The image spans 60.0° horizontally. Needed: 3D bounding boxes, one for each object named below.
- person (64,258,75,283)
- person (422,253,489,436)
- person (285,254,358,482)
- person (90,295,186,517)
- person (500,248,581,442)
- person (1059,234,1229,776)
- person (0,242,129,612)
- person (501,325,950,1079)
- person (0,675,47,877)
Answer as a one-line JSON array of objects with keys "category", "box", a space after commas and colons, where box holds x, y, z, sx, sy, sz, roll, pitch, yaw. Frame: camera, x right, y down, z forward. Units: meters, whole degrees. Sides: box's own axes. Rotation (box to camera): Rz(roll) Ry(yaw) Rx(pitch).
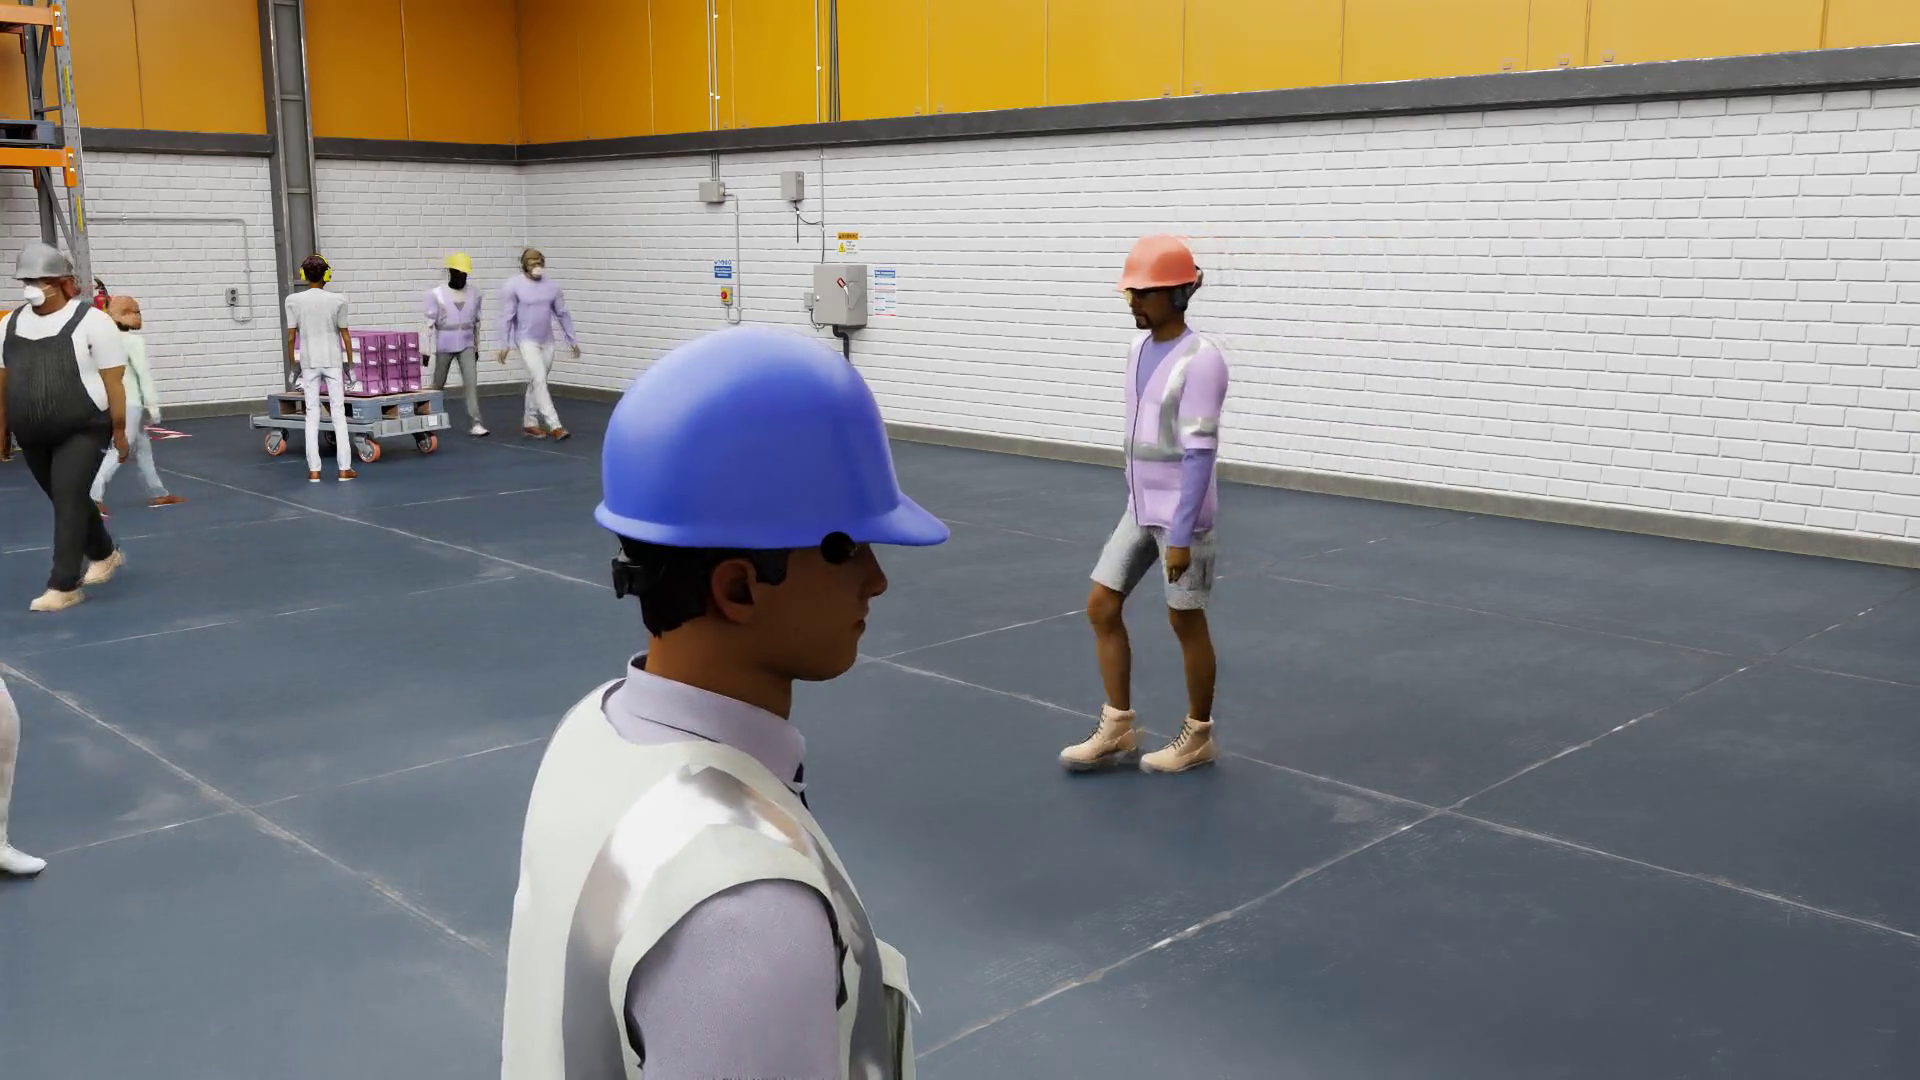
[{"category": "person", "box": [-7.985, -1.592, 14.810, 0.431, 1.836, 0.619, -7, 13, -34]}, {"category": "person", "box": [-5.201, -2.001, 16.986, 0.633, 1.865, 1.039, -7, 13, -35]}, {"category": "person", "box": [-5.258, -1.410, 13.702, 0.535, 1.869, 0.314, -3, 11, -14]}, {"category": "person", "box": [-6.102, -0.982, 12.123, 0.517, 1.594, 0.850, 7, 12, 33]}, {"category": "person", "box": [-4.077, -1.904, 16.316, 0.962, 1.883, 0.761, 9, 14, 41]}, {"category": "person", "box": [0.666, -0.092, 6.093, 0.753, 2.016, 0.654, -5, 11, -23]}, {"category": "person", "box": [-5.014, -0.690, 9.309, 0.694, 2.000, 1.014, 1, 10, 6]}, {"category": "person", "box": [-0.209, 0.779, 1.549, 0.404, 1.945, 0.616, -4, 11, -22]}, {"category": "person", "box": [-3.087, 0.305, 5.024, 0.568, 1.619, 0.538, 0, 10, 0]}]
